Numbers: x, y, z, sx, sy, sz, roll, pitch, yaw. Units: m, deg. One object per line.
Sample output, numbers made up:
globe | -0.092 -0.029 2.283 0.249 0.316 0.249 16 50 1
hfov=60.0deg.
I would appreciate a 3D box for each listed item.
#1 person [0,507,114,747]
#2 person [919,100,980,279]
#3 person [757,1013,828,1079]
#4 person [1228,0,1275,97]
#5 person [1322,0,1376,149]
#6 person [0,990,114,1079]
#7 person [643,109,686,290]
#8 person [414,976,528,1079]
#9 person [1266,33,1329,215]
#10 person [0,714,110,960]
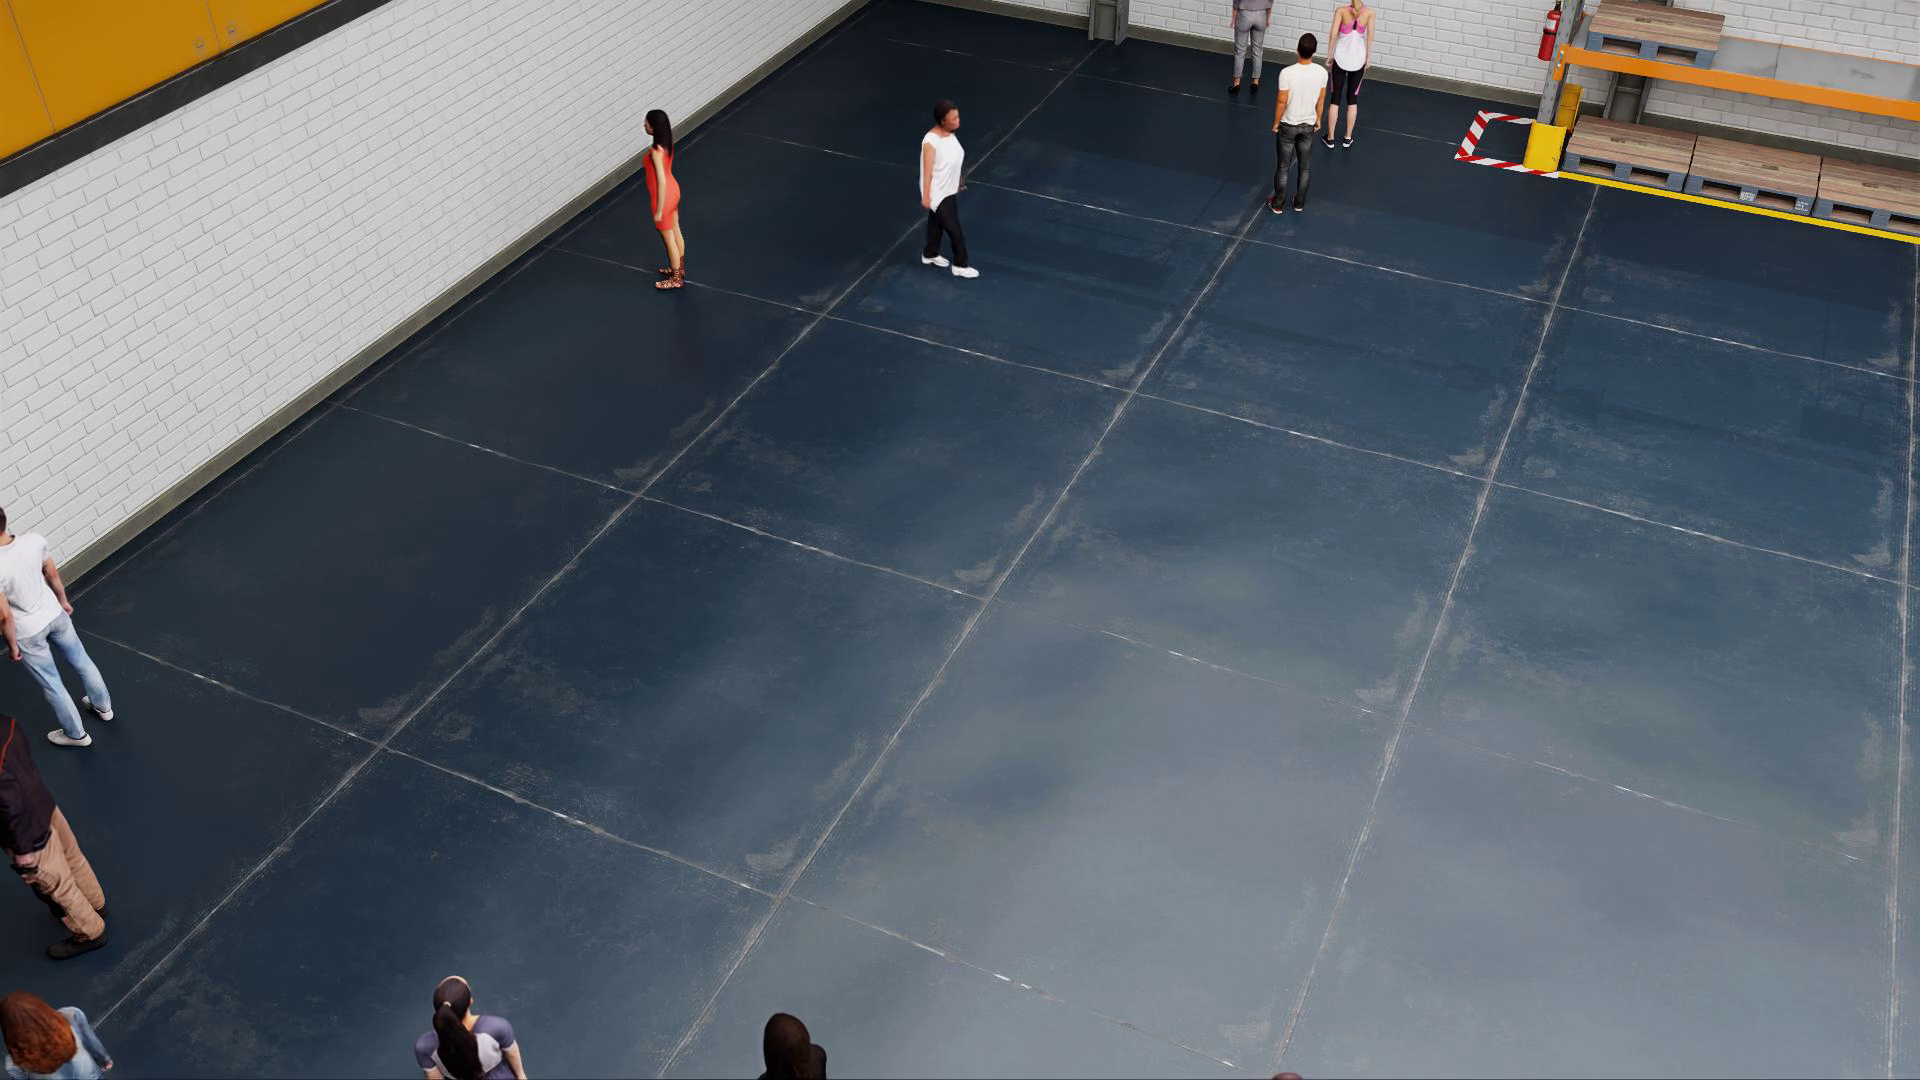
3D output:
person | -5.775 0.520 10.420 0.564 1.851 0.673 12 40 15
person | -0.222 -3.243 15.279 0.876 1.669 0.722 12 40 15
person | -0.753 2.767 7.775 0.577 1.642 0.630 27 46 30
person | 3.223 -5.746 18.404 0.694 1.679 0.784 -4 39 -5
person | 4.049 -4.975 17.353 0.576 1.787 0.729 3 39 4
person | -4.248 2.680 8.024 0.717 1.466 0.618 22 44 25
person | -2.664 -3.085 15.039 0.643 1.719 0.655 2 39 3
person | -2.272 2.631 7.938 0.659 1.650 0.731 -10 40 -13
person | 3.283 -4.051 16.181 0.664 1.805 0.775 -5 39 -6
person | -5.092 1.543 9.081 0.826 1.924 0.786 -10 40 -12
